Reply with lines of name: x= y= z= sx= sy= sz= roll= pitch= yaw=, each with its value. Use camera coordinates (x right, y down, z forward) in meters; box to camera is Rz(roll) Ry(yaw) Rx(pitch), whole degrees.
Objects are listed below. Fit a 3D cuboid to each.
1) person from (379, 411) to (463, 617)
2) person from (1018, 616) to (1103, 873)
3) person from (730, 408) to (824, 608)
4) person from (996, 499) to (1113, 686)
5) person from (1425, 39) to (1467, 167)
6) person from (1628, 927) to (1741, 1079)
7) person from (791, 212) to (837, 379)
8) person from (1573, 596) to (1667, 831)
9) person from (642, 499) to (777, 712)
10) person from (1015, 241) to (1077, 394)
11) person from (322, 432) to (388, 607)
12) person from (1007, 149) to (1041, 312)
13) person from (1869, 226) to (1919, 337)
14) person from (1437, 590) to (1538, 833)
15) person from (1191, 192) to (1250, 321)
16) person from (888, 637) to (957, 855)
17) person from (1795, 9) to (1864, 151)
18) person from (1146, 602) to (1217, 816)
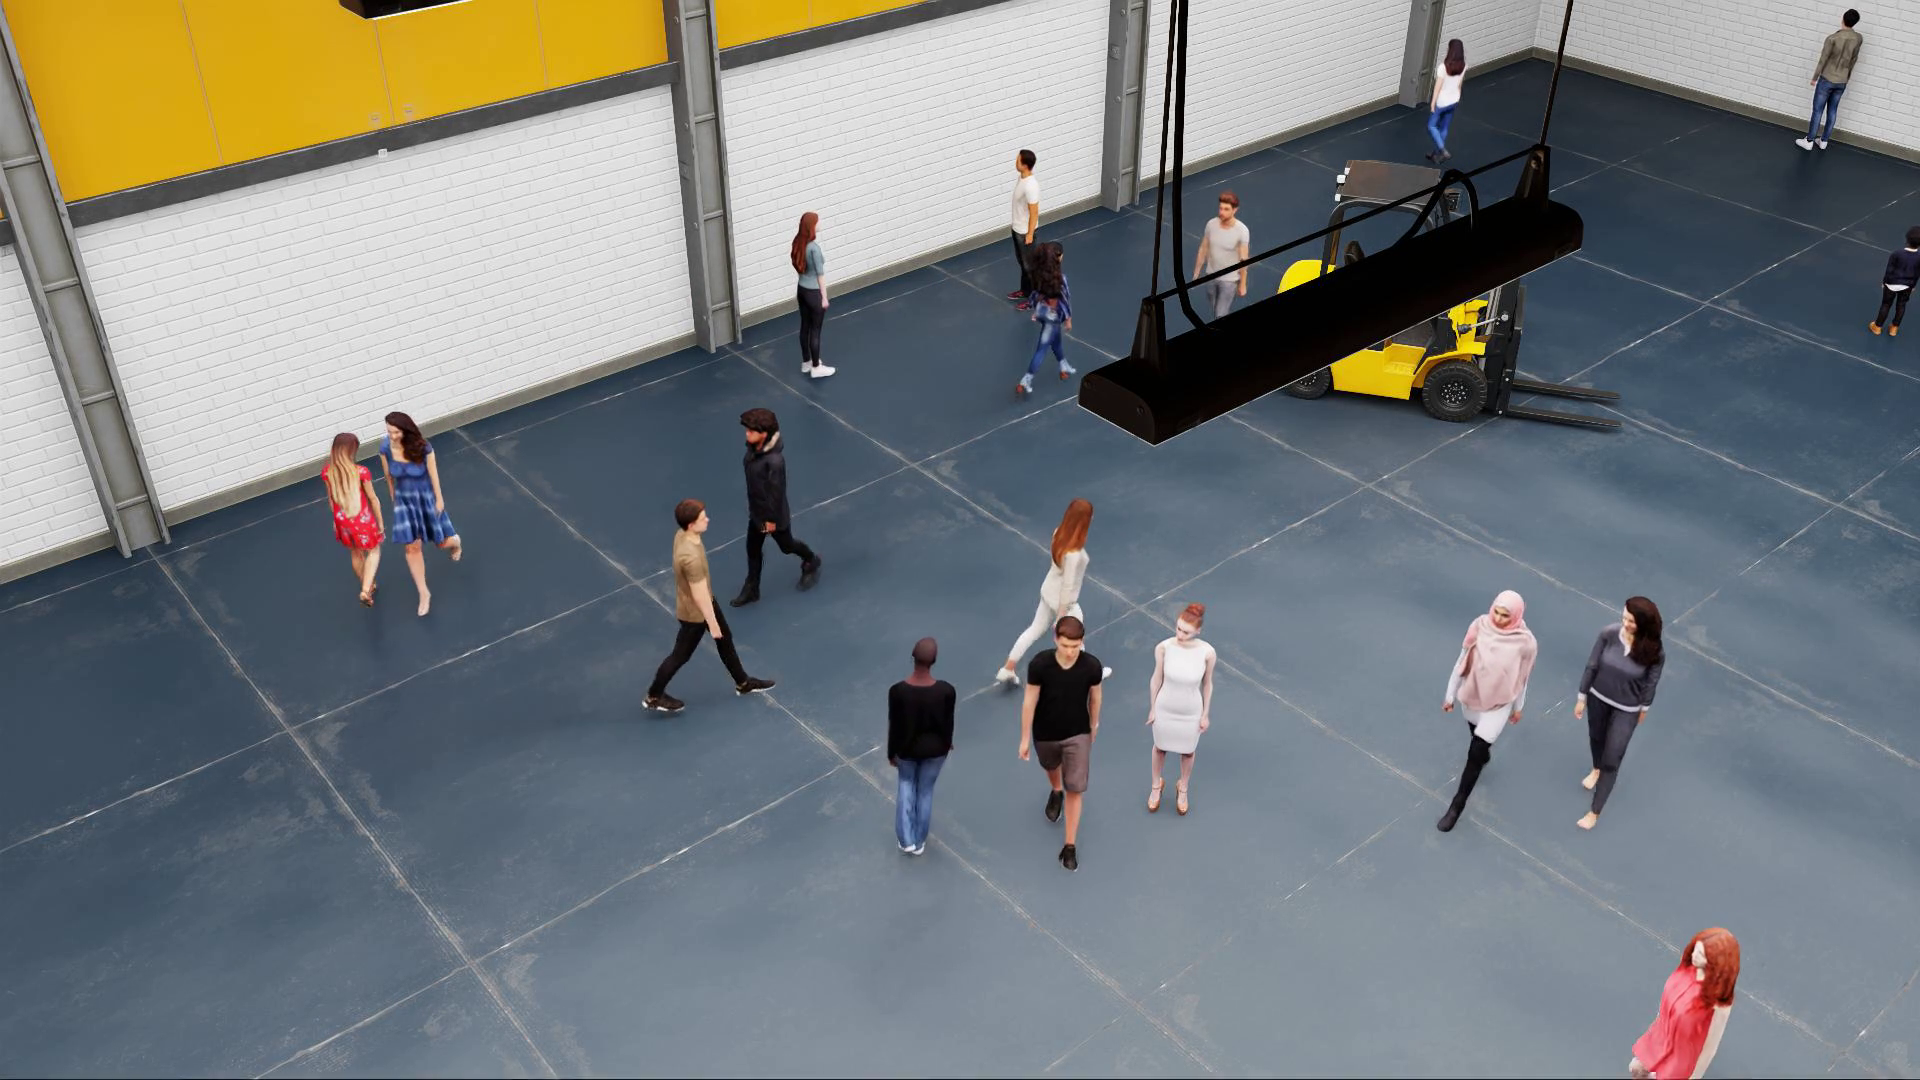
person: x=-4.339 y=-0.281 z=13.449 sx=1.036 sy=1.781 sz=1.081 roll=2 pitch=34 yaw=4
person: x=0.684 y=1.220 z=11.162 sx=1.149 sy=1.813 sz=1.244 roll=4 pitch=34 yaw=7
person: x=-1.474 y=-0.283 z=13.479 sx=1.089 sy=1.750 sz=0.610 roll=-26 pitch=41 yaw=-33
person: x=0.668 y=0.455 z=12.441 sx=1.241 sy=1.672 sz=0.948 roll=-11 pitch=35 yaw=-16
person: x=6.338 y=-5.625 z=21.586 sx=0.858 sy=1.672 sz=0.821 roll=-14 pitch=36 yaw=-20
person: x=3.925 y=2.722 z=8.902 sx=0.958 sy=1.814 sz=0.849 roll=-4 pitch=34 yaw=-7
person: x=-1.504 y=-2.479 z=16.791 sx=0.529 sy=1.742 sz=0.590 roll=-22 pitch=40 yaw=-30
person: x=4.533 y=1.067 z=11.462 sx=0.729 sy=1.735 sz=1.067 roll=23 pitch=40 yaw=31
person: x=-2.031 y=0.529 z=12.210 sx=1.342 sy=1.804 sz=1.125 roll=-5 pitch=34 yaw=-7
person: x=0.839 y=-2.164 z=16.466 sx=1.036 sy=1.577 sz=0.624 roll=-25 pitch=41 yaw=-33
person: x=-4.874 y=-0.112 z=13.377 sx=0.849 sy=1.579 sz=0.887 roll=-3 pitch=34 yaw=-4
person: x=0.728 y=-3.393 z=18.112 sx=0.705 sy=1.801 sz=0.715 roll=-7 pitch=34 yaw=-11
person: x=10.004 y=-2.757 z=17.676 sx=0.588 sy=1.225 sz=0.629 roll=9 pitch=35 yaw=13
person: x=3.640 y=1.071 z=11.442 sx=0.865 sy=1.750 sz=1.264 roll=22 pitch=39 yaw=29
person: x=2.729 y=-2.701 z=17.007 sx=0.752 sy=1.873 sz=0.878 roll=27 pitch=42 yaw=35
person: x=-0.250 y=1.430 z=10.920 sx=0.774 sy=1.730 sz=0.834 roll=-2 pitch=34 yaw=-3
person: x=11.644 y=-6.134 z=22.179 sx=0.736 sy=1.866 sz=0.852 roll=-4 pitch=34 yaw=-6
person: x=1.493 y=1.156 z=11.275 sx=0.642 sy=1.793 sz=0.679 roll=6 pitch=34 yaw=9
